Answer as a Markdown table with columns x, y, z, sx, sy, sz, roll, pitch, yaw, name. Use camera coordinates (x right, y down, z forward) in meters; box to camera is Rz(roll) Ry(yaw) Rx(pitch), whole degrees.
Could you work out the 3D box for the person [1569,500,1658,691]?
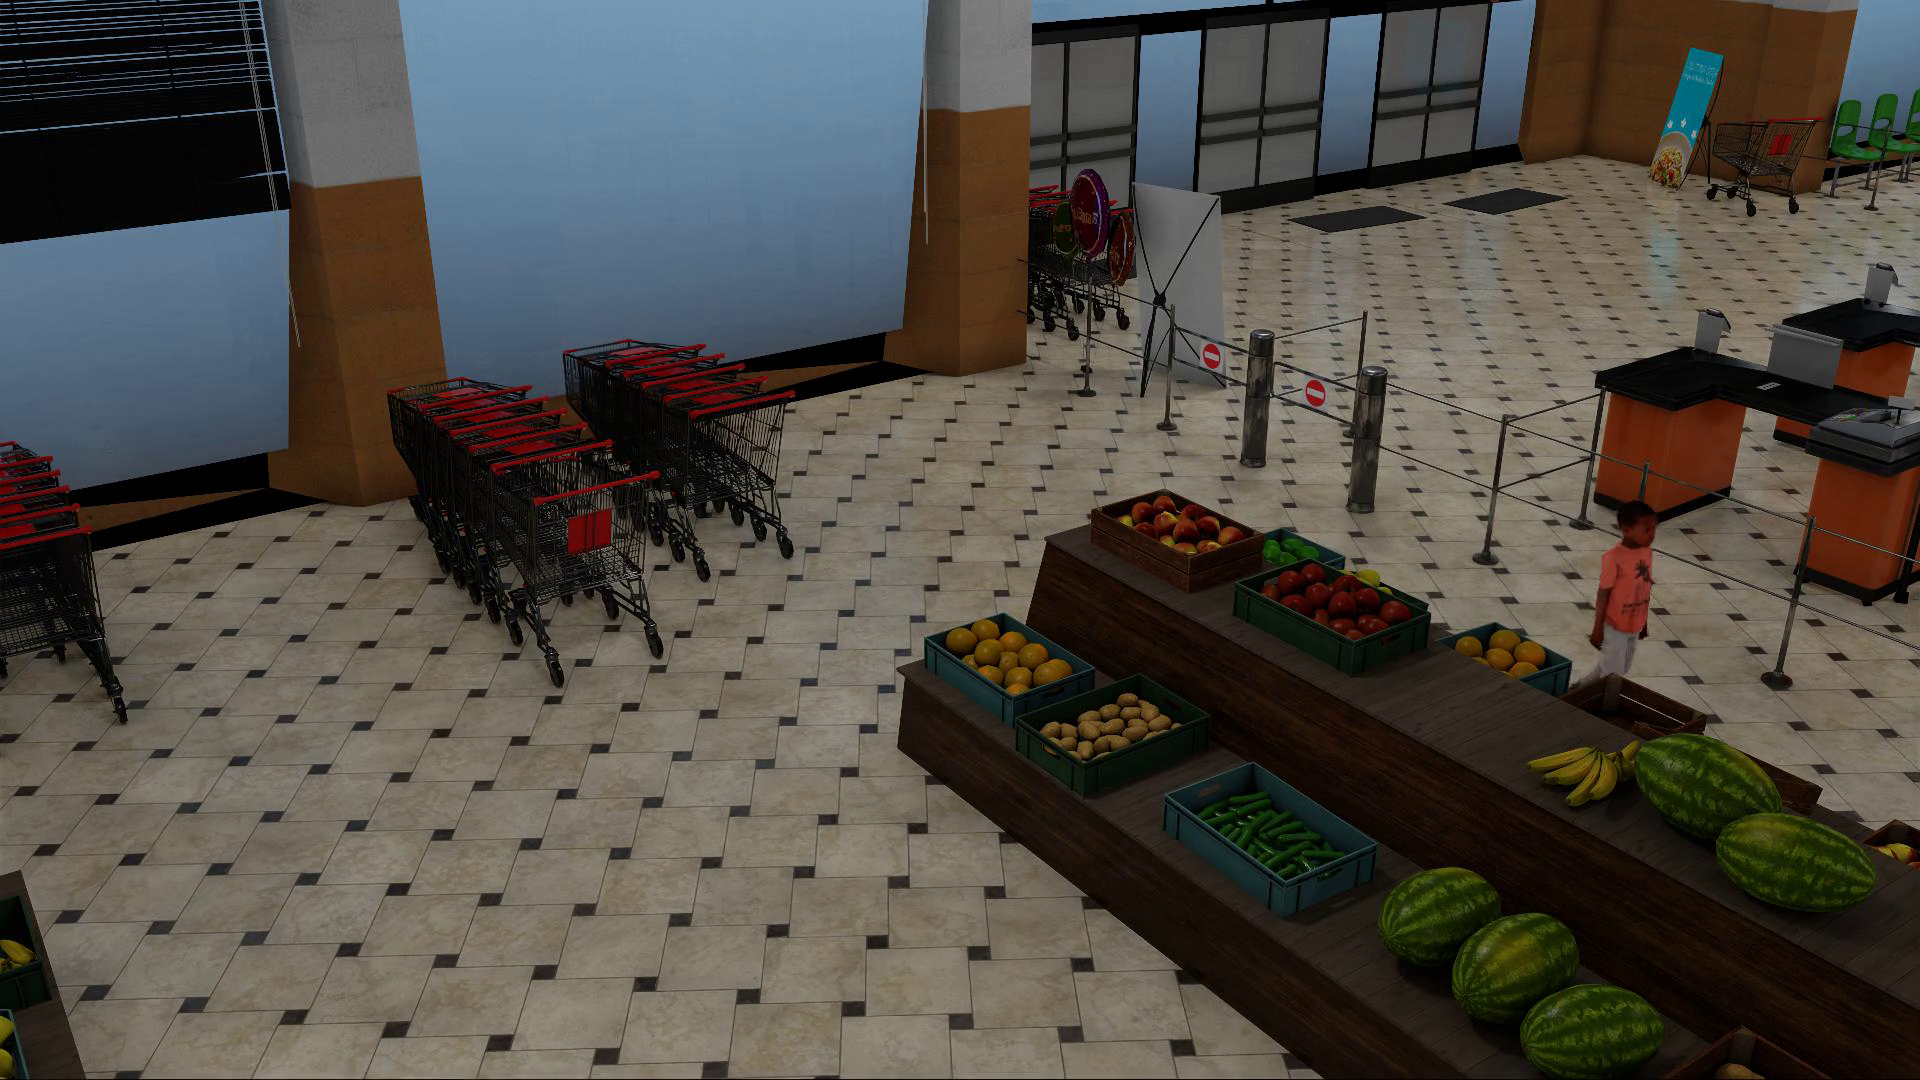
| x | y | z | sx | sy | sz | roll | pitch | yaw | name |
| --- | --- | --- | --- | --- | --- | --- | --- | --- | --- |
| 3.359 | 0.395 | 8.561 | 0.569 | 1.306 | 0.808 | -12 | 26 | -25 | person |
